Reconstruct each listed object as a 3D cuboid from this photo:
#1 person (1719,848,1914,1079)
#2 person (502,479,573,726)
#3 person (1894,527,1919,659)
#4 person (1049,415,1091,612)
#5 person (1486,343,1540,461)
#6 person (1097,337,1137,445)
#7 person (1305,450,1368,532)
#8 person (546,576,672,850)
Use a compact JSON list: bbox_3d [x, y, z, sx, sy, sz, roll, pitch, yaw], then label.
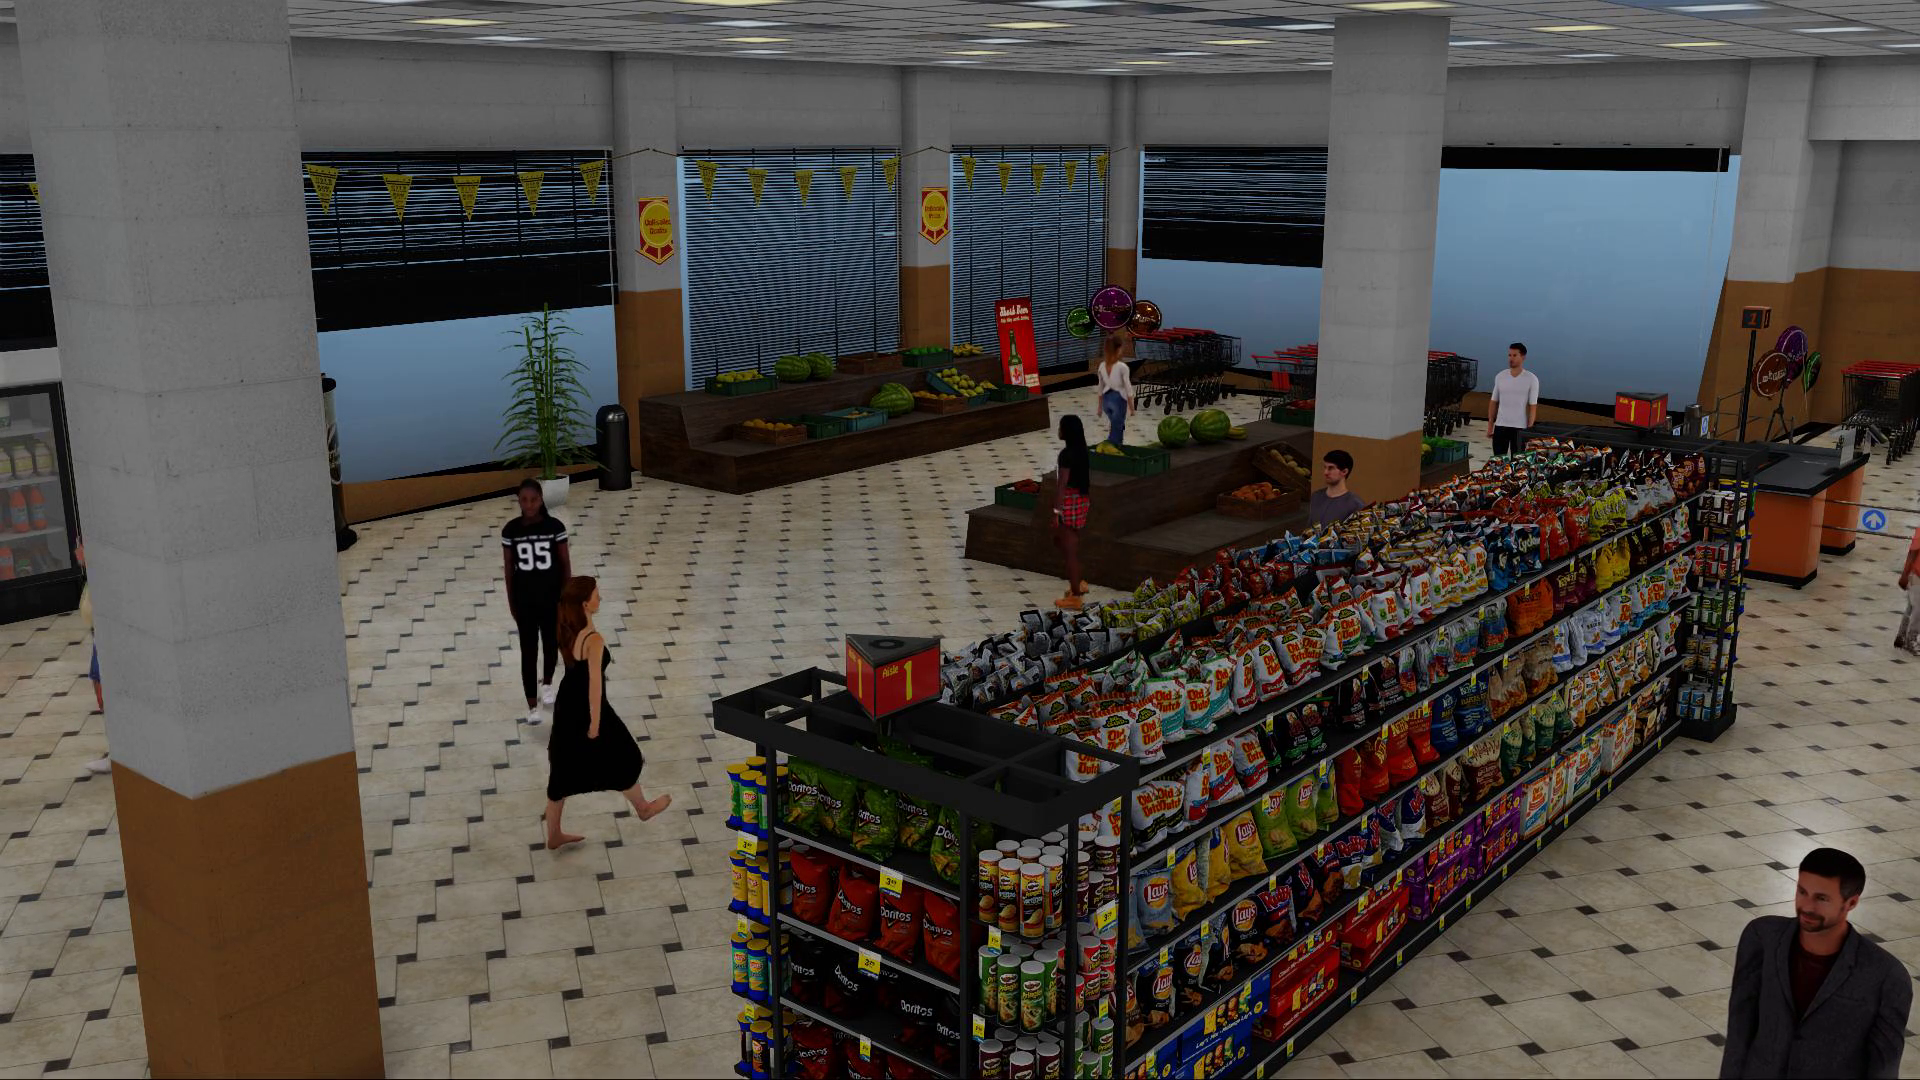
[{"bbox_3d":[2.740,1.872,5.431,0.614,1.873,0.701,-13,19,-43],"label":"person"},{"bbox_3d":[-2.976,0.425,11.807,1.181,1.680,1.135,-3,14,-14],"label":"person"},{"bbox_3d":[7.608,0.269,13.265,0.608,1.295,0.665,-5,14,-19],"label":"person"},{"bbox_3d":[1.047,-0.221,14.394,0.731,1.716,0.622,5,15,21],"label":"person"},{"bbox_3d":[6.099,-1.258,18.381,0.664,1.851,0.527,11,18,39],"label":"person"},{"bbox_3d":[1.809,-1.557,19.965,1.157,1.687,0.728,-11,18,-39],"label":"person"},{"bbox_3d":[2.715,0.250,12.159,0.614,1.853,0.714,-10,17,-37],"label":"person"},{"bbox_3d":[-2.242,1.022,9.544,0.596,1.586,1.025,12,18,42],"label":"person"}]
